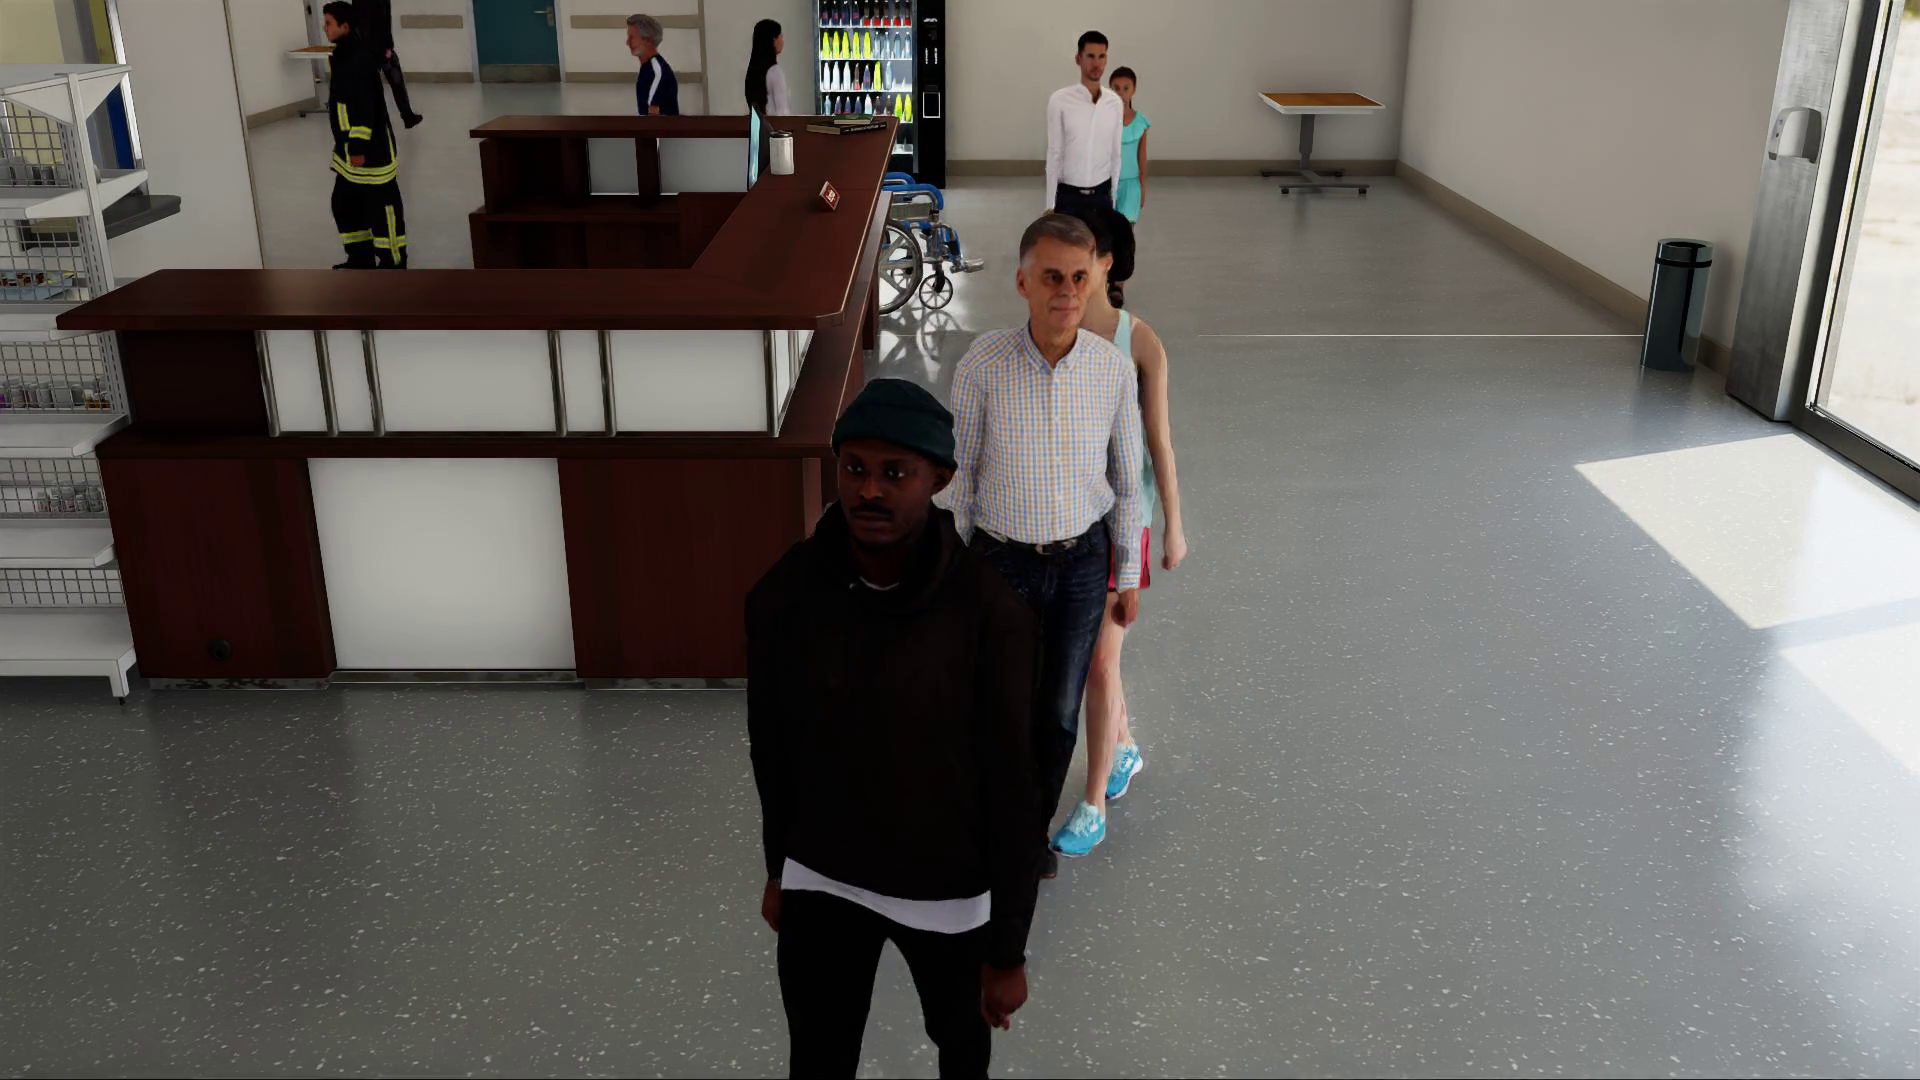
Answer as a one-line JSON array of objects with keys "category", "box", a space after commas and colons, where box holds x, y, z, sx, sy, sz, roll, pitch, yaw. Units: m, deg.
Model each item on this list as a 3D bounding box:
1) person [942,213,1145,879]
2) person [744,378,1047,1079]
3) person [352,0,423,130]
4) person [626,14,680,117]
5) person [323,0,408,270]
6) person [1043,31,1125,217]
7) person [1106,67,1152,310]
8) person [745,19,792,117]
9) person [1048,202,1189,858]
[{"category": "person", "box": [0.190, 0.032, 4.383, 0.600, 1.805, 0.776, -3, 21, -8]}, {"category": "person", "box": [-0.085, 0.577, 2.993, 1.202, 1.769, 0.921, 4, 21, 11]}, {"category": "person", "box": [-6.815, -5.653, 19.307, 1.231, 1.865, 1.036, 7, 22, 19]}, {"category": "person", "box": [-2.036, -2.785, 11.805, 0.826, 1.814, 0.767, -9, 23, -23]}, {"category": "person", "box": [-4.068, -2.766, 11.615, 0.976, 1.915, 0.960, -11, 24, -28]}, {"category": "person", "box": [0.682, -1.989, 9.655, 0.946, 1.848, 0.803, -4, 21, -10]}, {"category": "person", "box": [1.037, -2.308, 10.972, 1.024, 1.512, 0.740, 4, 21, 11]}, {"category": "person", "box": [-1.396, -2.615, 11.402, 1.108, 1.782, 0.941, -13, 24, -31]}, {"category": "person", "box": [0.405, -0.059, 4.716, 1.001, 1.739, 0.956, 10, 23, 25]}]
